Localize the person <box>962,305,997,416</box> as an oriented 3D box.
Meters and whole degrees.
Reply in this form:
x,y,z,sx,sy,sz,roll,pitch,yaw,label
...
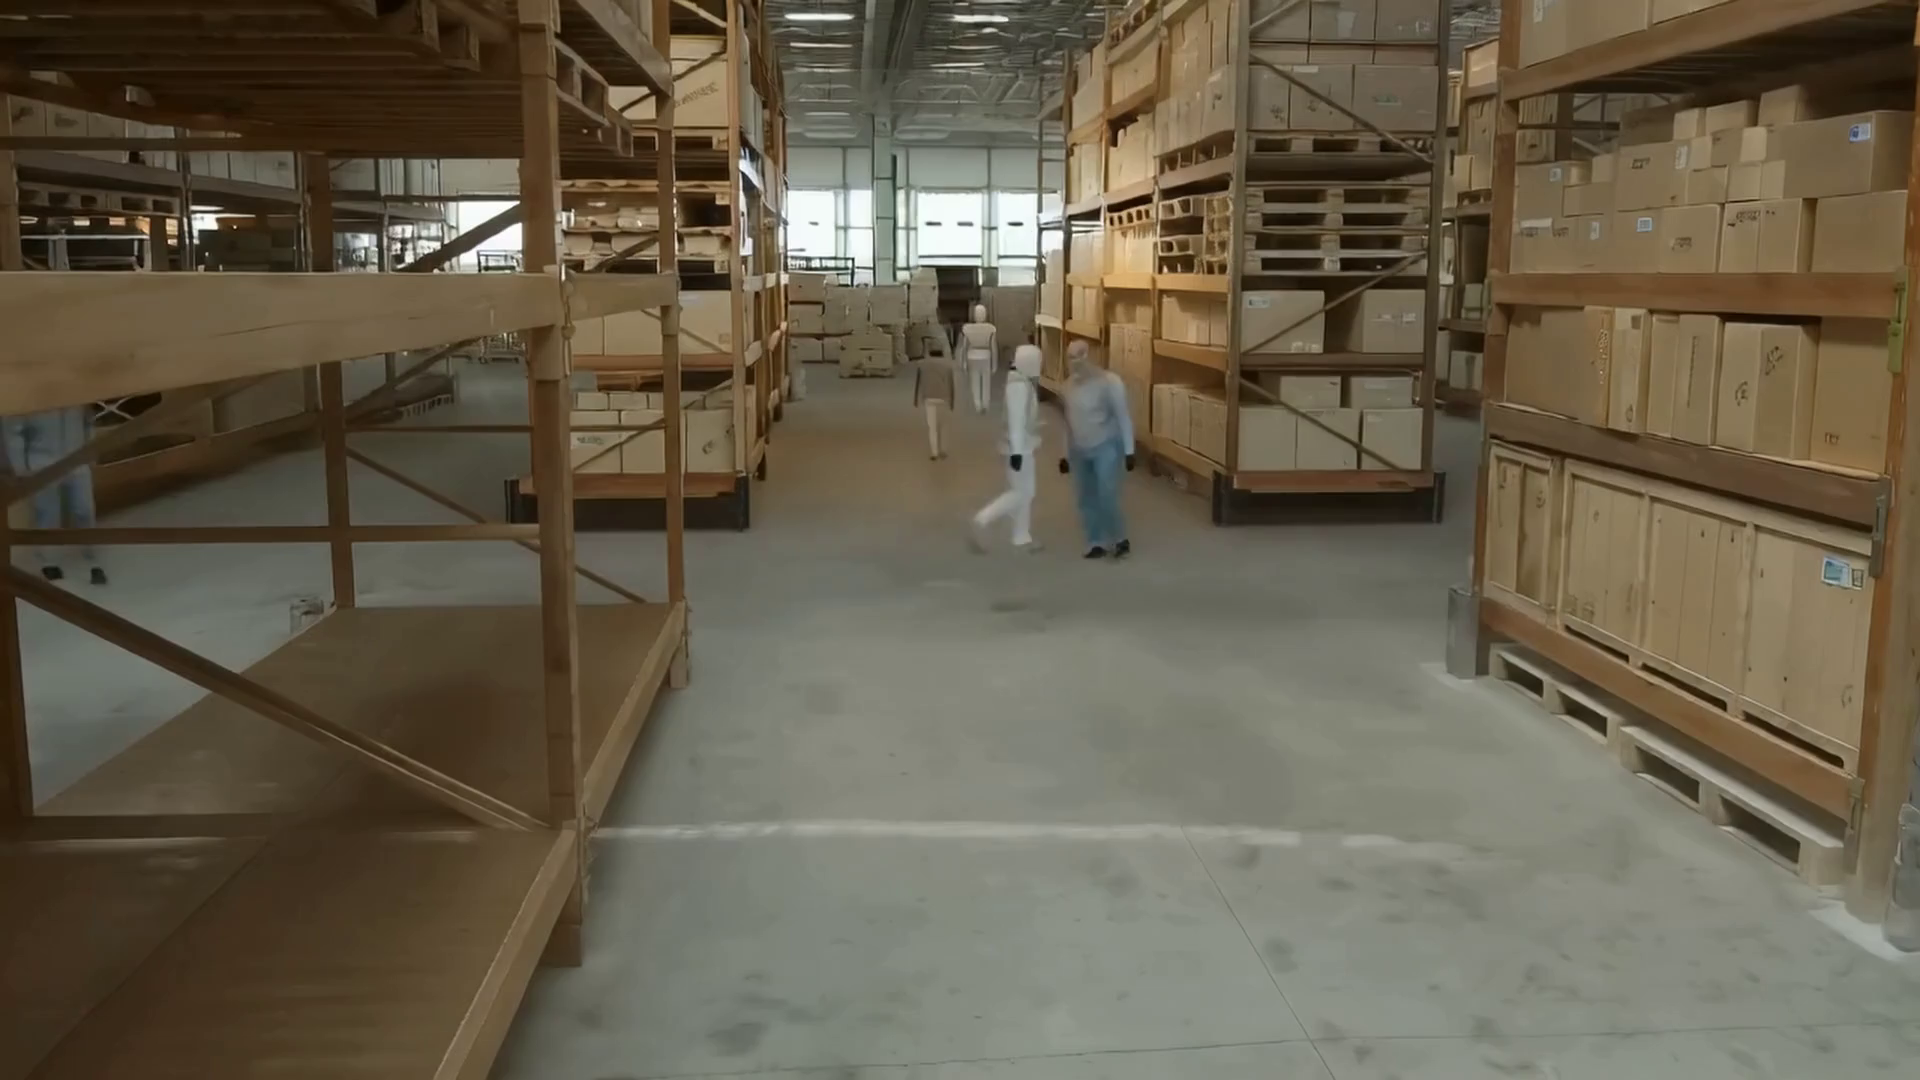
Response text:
x,y,z,sx,sy,sz,roll,pitch,yaw,label
0.337,-3.090,28.635,0.594,1.895,0.732,0,9,1,person

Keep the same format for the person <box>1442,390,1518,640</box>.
x,y,z,sx,sy,sz,roll,pitch,yaw,label
3.563,-0.143,10.798,0.686,1.673,0.537,0,9,-1,person

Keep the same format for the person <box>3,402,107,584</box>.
x,y,z,sx,sy,sz,roll,pitch,yaw,label
-7.000,-0.566,12.915,0.710,1.853,0.825,-8,12,-42,person

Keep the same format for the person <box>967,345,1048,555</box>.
x,y,z,sx,sy,sz,roll,pitch,yaw,label
0.428,-0.764,14.261,0.617,1.809,0.686,1,9,8,person

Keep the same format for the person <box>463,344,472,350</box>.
x,y,z,sx,sy,sz,roll,pitch,yaw,label
-15.899,-7.078,53.623,0.613,1.904,0.427,-1,9,-4,person

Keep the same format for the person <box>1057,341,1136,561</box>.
x,y,z,sx,sy,sz,roll,pitch,yaw,label
1.116,-0.737,13.966,0.682,1.861,0.530,9,13,44,person

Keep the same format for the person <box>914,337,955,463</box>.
x,y,z,sx,sy,sz,roll,pitch,yaw,label
-0.331,-1.809,21.475,0.520,1.596,0.799,-1,9,-6,person
